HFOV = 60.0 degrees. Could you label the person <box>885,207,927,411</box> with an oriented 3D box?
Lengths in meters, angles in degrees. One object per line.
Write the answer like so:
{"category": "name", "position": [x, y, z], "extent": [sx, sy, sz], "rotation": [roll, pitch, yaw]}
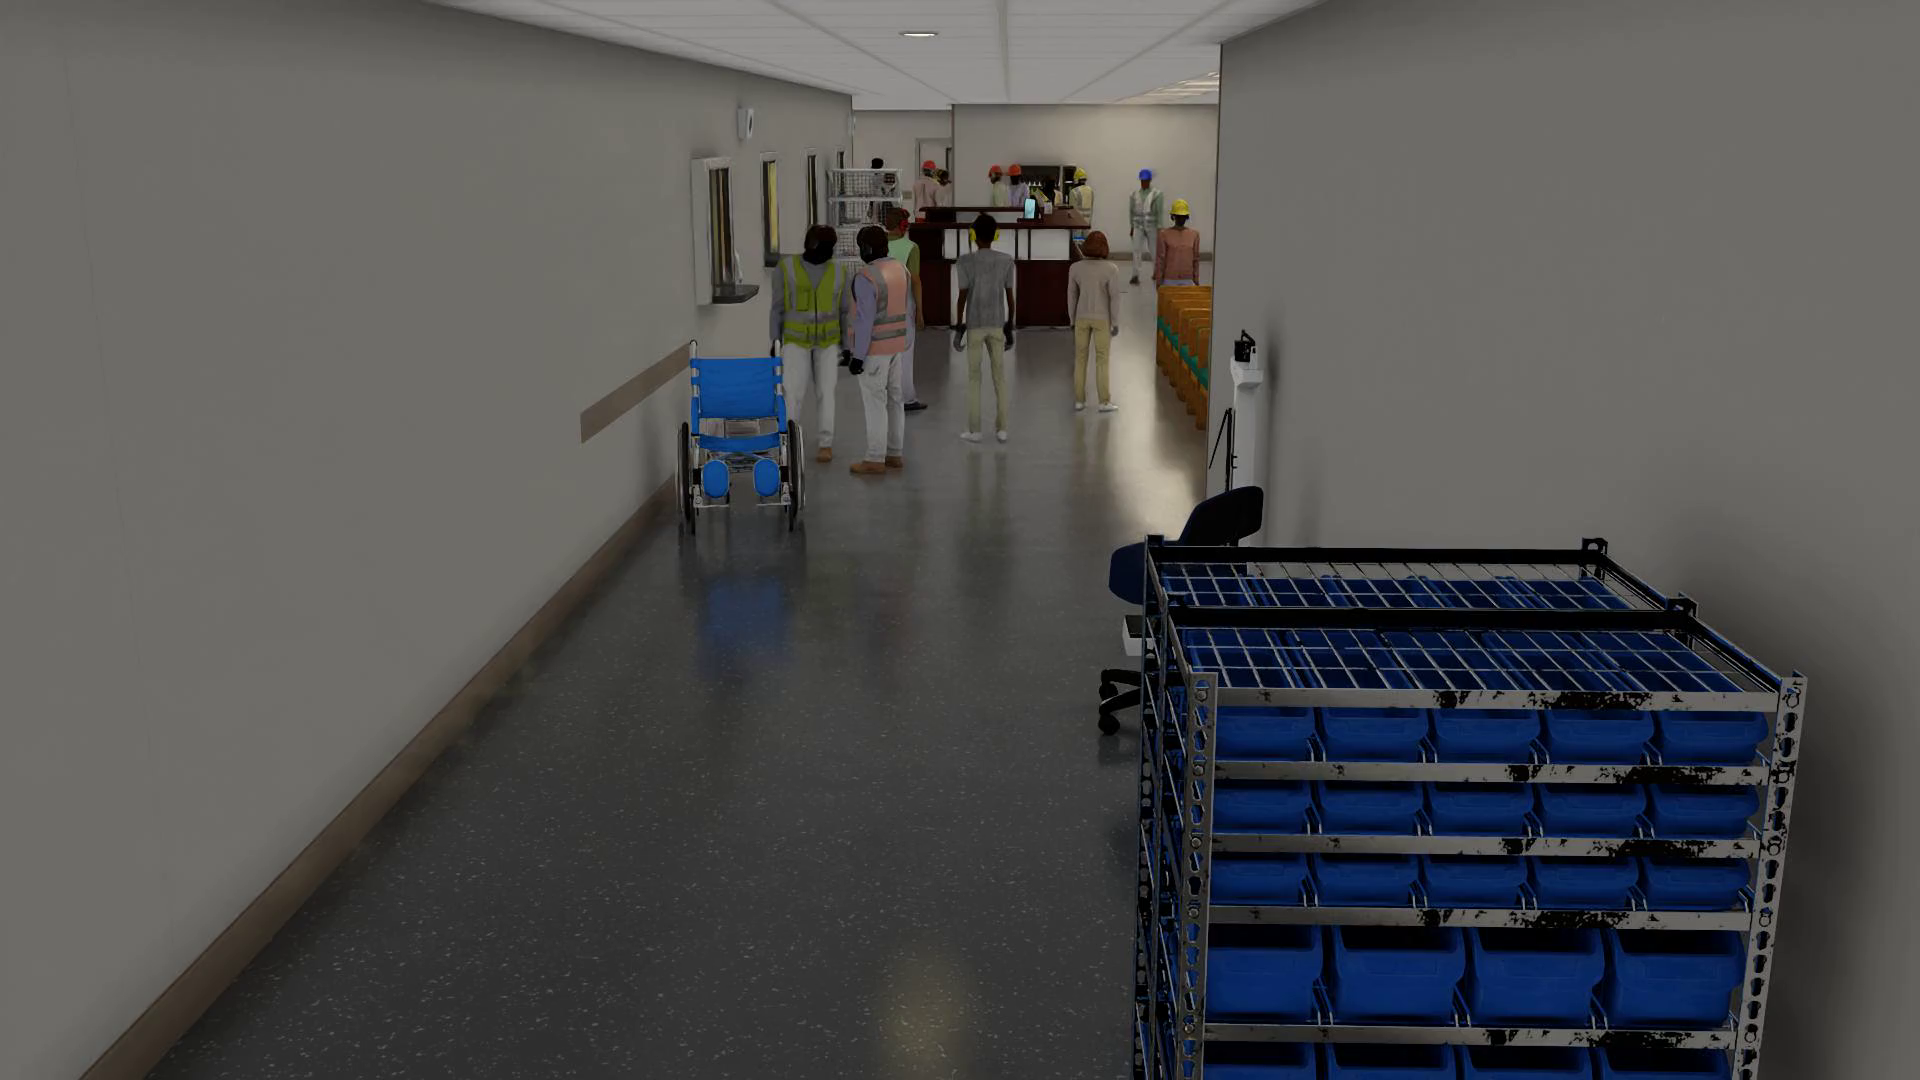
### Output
{"category": "person", "position": [-0.586, -2.094, 15.143], "extent": [0.564, 1.838, 0.388], "rotation": [9, 17, 33]}

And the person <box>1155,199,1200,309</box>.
{"category": "person", "position": [2.445, -2.922, 18.655], "extent": [0.533, 1.765, 0.318], "rotation": [-4, 14, -14]}

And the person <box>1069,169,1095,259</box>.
{"category": "person", "position": [2.158, -5.771, 30.078], "extent": [0.590, 1.833, 0.404], "rotation": [-13, 19, -42]}

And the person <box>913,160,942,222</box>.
{"category": "person", "position": [-0.583, -5.925, 30.400], "extent": [0.608, 1.987, 0.402], "rotation": [8, 16, 29]}

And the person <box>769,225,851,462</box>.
{"category": "person", "position": [-1.143, -1.512, 12.834], "extent": [0.652, 1.811, 0.447], "rotation": [-4, 14, -16]}

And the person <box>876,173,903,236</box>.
{"category": "person", "position": [-1.237, -5.581, 29.312], "extent": [0.502, 1.838, 0.345], "rotation": [3, 14, 12]}

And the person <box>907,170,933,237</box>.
{"category": "person", "position": [-0.838, -7.893, 38.909], "extent": [0.845, 1.733, 0.527], "rotation": [-6, 15, -22]}

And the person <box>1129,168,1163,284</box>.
{"category": "person", "position": [3.157, -5.299, 28.034], "extent": [0.620, 1.906, 1.002], "rotation": [6, 15, 24]}

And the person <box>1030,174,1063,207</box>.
{"category": "person", "position": [1.420, -4.983, 26.890], "extent": [0.633, 1.835, 0.429], "rotation": [-7, 16, -28]}

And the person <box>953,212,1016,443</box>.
{"category": "person", "position": [0.202, -1.725, 13.588], "extent": [0.532, 1.868, 0.307], "rotation": [-4, 14, -16]}

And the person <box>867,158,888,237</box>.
{"category": "person", "position": [-1.678, -6.830, 34.099], "extent": [0.363, 1.966, 0.610], "rotation": [10, 17, 35]}

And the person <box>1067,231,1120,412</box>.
{"category": "person", "position": [1.213, -1.979, 15.099], "extent": [0.501, 1.633, 0.285], "rotation": [8, 16, 28]}

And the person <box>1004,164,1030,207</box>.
{"category": "person", "position": [0.975, -5.747, 29.795], "extent": [0.546, 1.931, 0.378], "rotation": [5, 15, 19]}

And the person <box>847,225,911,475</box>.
{"category": "person", "position": [-0.624, -1.407, 12.366], "extent": [0.429, 1.837, 0.621], "rotation": [8, 16, 28]}
